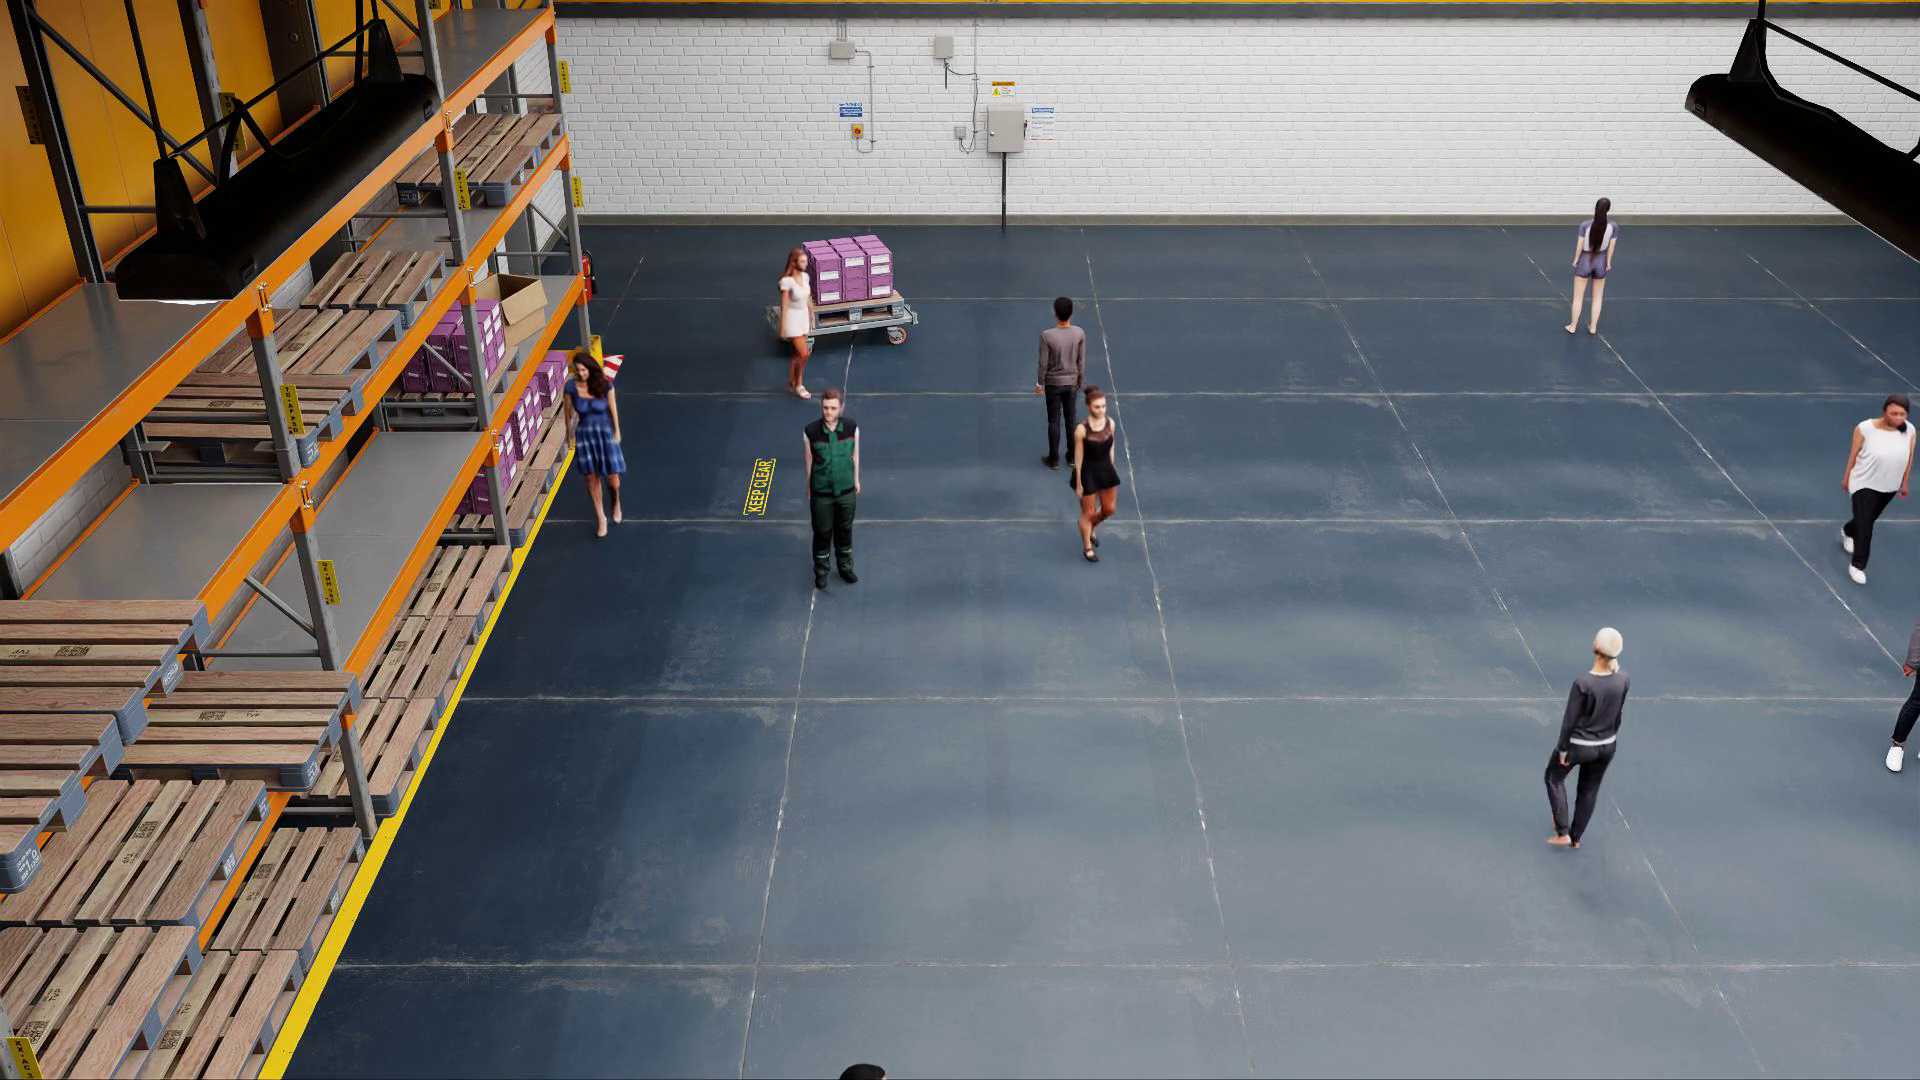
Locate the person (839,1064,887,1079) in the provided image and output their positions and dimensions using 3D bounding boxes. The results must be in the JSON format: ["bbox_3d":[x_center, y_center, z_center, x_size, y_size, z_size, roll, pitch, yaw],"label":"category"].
[{"bbox_3d":[-0.453,3.134,7.872,0.733,1.744,0.553,-5,29,-9],"label":"person"}]

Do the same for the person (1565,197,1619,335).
[{"bbox_3d":[7.475,-3.238,19.652,0.621,1.650,0.554,4,29,8],"label":"person"}]

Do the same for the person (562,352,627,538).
[{"bbox_3d":[-3.317,-0.895,15.205,0.667,1.793,0.666,-1,29,-2],"label":"person"}]

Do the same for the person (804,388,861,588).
[{"bbox_3d":[-1.098,-0.464,14.365,0.700,1.841,0.673,-8,30,-15],"label":"person"}]

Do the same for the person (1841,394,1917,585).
[{"bbox_3d":[8.070,-0.527,14.675,0.677,1.656,1.072,1,29,2],"label":"person"}]

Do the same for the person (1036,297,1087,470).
[{"bbox_3d":[1.002,-1.547,16.431,0.699,1.764,0.629,-6,29,-10],"label":"person"}]

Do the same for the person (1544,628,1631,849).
[{"bbox_3d":[4.232,1.385,11.110,0.633,1.714,0.638,-3,29,-5],"label":"person"}]

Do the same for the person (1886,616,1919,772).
[{"bbox_3d":[7.113,0.862,11.961,0.775,1.816,0.659,6,29,11],"label":"person"}]

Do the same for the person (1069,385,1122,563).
[{"bbox_3d":[1.157,-0.612,14.820,0.706,1.667,0.749,-13,31,-23],"label":"person"}]

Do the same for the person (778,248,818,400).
[{"bbox_3d":[-1.836,-2.362,18.016,0.793,1.677,0.728,19,34,31],"label":"person"}]
